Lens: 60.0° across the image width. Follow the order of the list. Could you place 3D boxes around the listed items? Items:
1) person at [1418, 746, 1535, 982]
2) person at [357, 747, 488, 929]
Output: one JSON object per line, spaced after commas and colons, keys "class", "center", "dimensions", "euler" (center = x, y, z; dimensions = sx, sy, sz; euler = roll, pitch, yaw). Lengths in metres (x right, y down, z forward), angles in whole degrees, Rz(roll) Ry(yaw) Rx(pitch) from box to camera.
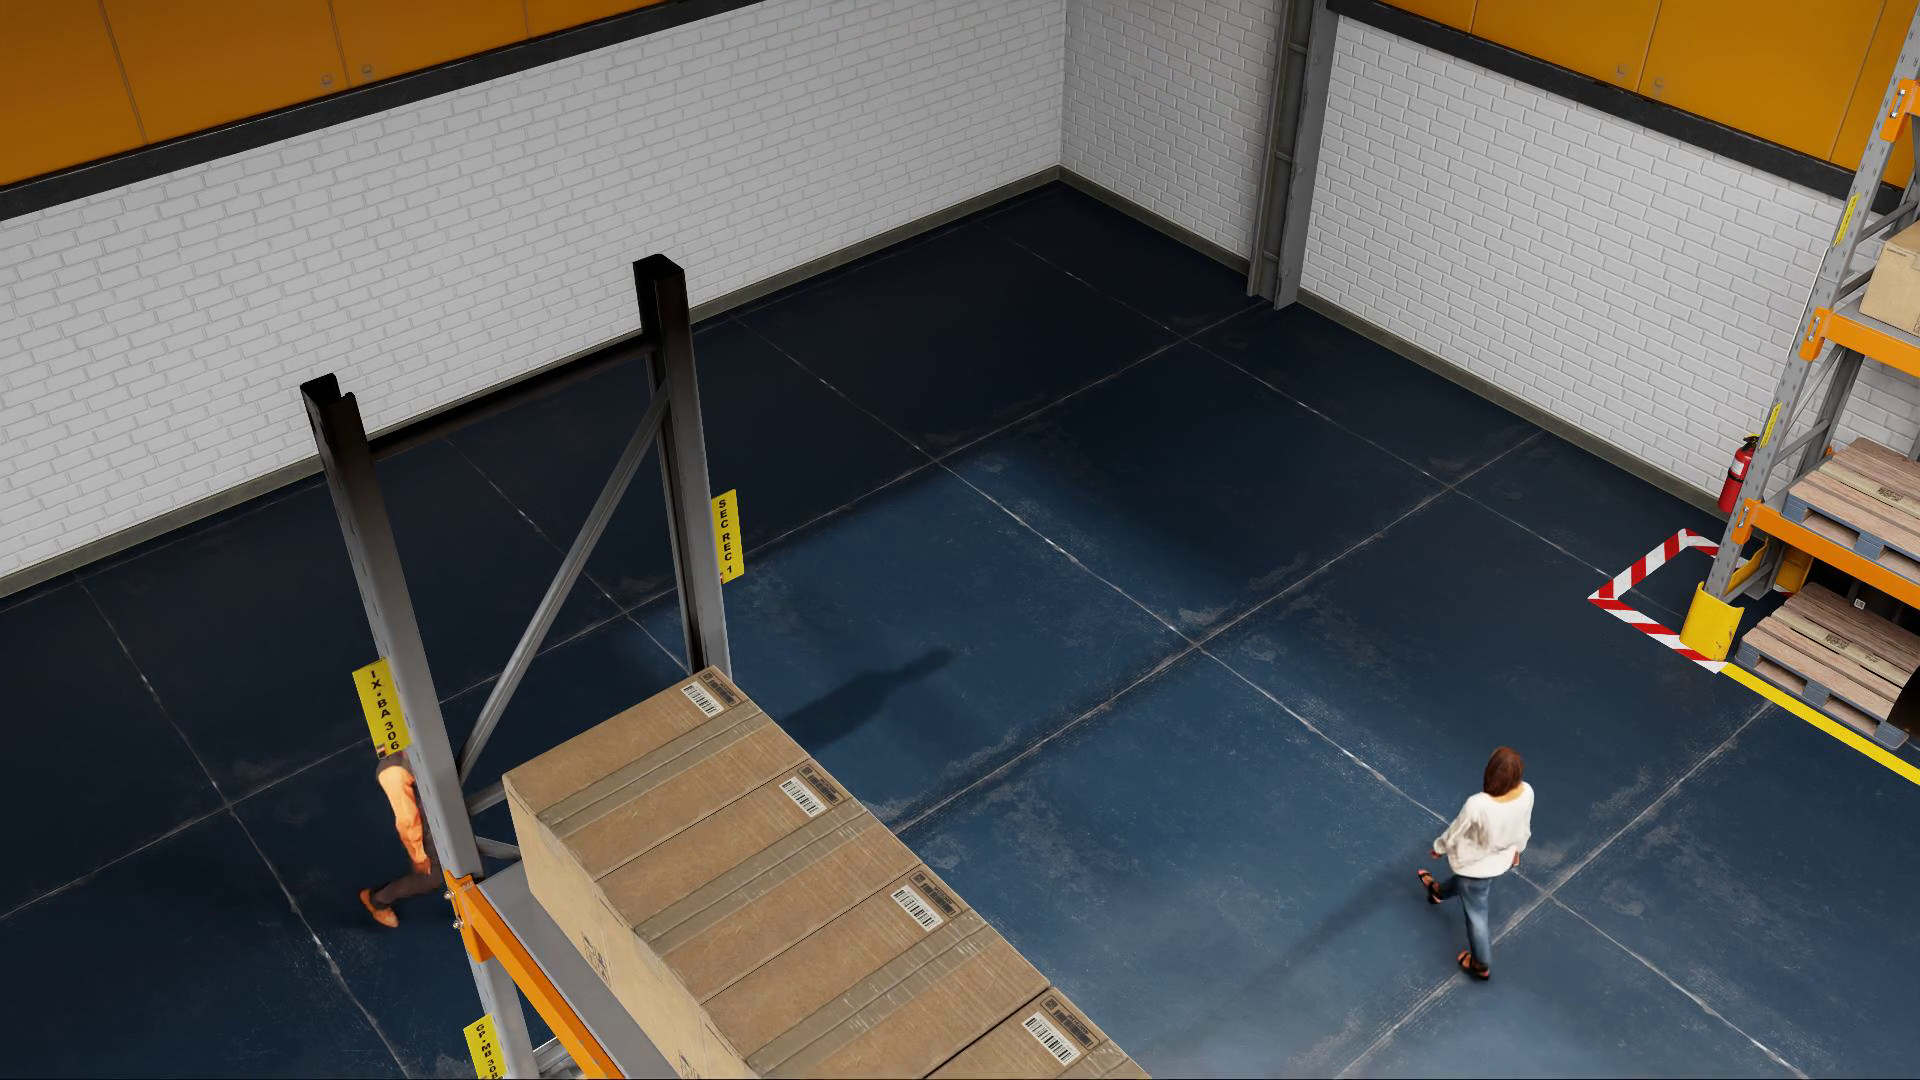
{"class": "person", "center": [3.006, 1.878, 9.409], "dimensions": [0.841, 1.651, 1.096], "euler": [-14, 41, -17]}
{"class": "person", "center": [-3.145, 1.615, 9.553], "dimensions": [1.256, 1.882, 1.194], "euler": [3, 39, 4]}
